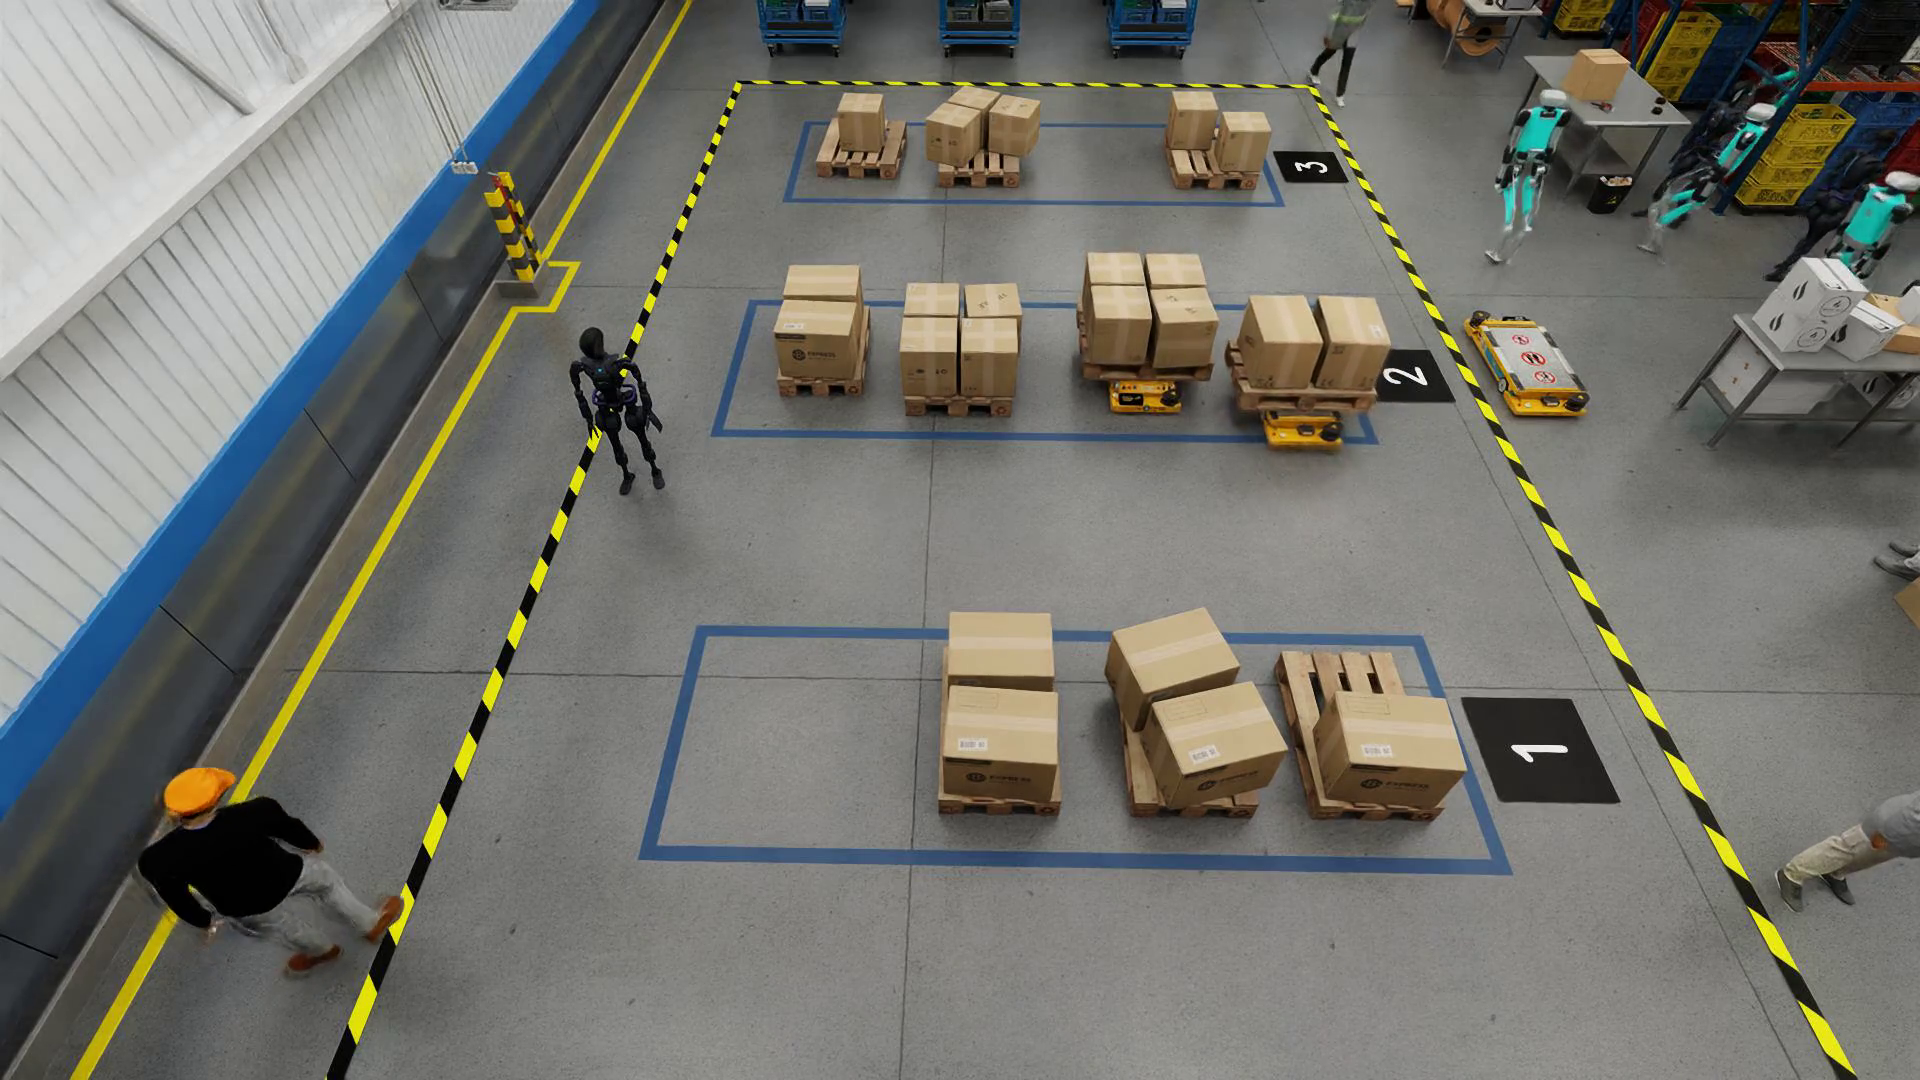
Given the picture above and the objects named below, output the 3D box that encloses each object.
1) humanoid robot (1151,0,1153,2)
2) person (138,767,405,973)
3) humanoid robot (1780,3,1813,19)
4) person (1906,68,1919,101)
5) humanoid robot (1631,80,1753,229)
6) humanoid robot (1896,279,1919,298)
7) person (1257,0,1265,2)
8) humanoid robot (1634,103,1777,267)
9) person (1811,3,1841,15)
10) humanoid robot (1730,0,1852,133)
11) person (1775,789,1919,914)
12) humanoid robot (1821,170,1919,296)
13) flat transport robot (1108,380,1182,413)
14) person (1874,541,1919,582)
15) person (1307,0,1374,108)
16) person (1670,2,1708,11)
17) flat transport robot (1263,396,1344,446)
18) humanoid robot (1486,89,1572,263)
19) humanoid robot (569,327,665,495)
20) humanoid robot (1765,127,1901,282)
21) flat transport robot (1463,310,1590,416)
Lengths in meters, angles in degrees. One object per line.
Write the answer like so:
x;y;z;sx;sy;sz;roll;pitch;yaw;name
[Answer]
3.223;-8.890;14.336;0.749;1.639;0.609;32;56;24;humanoid robot
-3.743;1.840;4.912;0.365;1.836;0.675;35;58;27;person
12.420;-8.034;13.587;0.588;1.625;0.731;-15;51;-12;humanoid robot
13.627;-6.909;12.484;0.446;1.810;0.620;-35;58;-26;person
8.396;-4.330;10.359;0.490;1.654;0.610;-11;50;-10;humanoid robot
8.807;-2.153;8.427;0.567;1.771;0.813;16;51;14;humanoid robot
5.050;-9.928;15.026;0.634;1.932;0.356;20;52;17;person
7.885;-3.863;9.918;0.725;1.791;0.542;33;57;25;humanoid robot
12.514;-7.569;13.062;0.661;1.813;0.659;-20;52;-16;person
10.658;-6.044;11.843;1.053;1.785;0.530;-1;49;-1;humanoid robot
5.385;1.614;5.146;0.562;1.763;0.403;-4;49;-3;person
8.906;-2.750;8.968;0.979;1.771;0.554;-5;49;-4;humanoid robot
1.773;-1.807;9.079;0.652;0.197;1.431;1;49;1;flat transport robot
7.742;-0.422;6.796;0.602;1.939;0.412;-30;55;-23;person
5.295;-7.072;12.647;0.597;1.801;0.978;-8;50;-6;person
10.702;-7.981;13.320;0.368;1.965;0.605;-5;49;-5;person
3.165;-1.457;8.776;0.652;0.197;1.431;1;49;1;flat transport robot
6.077;-3.783;9.867;0.536;1.810;0.816;2;49;2;humanoid robot
-2.774;-1.038;7.491;0.599;1.655;0.315;-7;50;-6;humanoid robot
9.175;-3.487;9.620;0.484;1.640;0.591;-2;49;-2;humanoid robot
5.573;-1.757;9.054;0.659;0.231;1.431;1;49;1;flat transport robot
